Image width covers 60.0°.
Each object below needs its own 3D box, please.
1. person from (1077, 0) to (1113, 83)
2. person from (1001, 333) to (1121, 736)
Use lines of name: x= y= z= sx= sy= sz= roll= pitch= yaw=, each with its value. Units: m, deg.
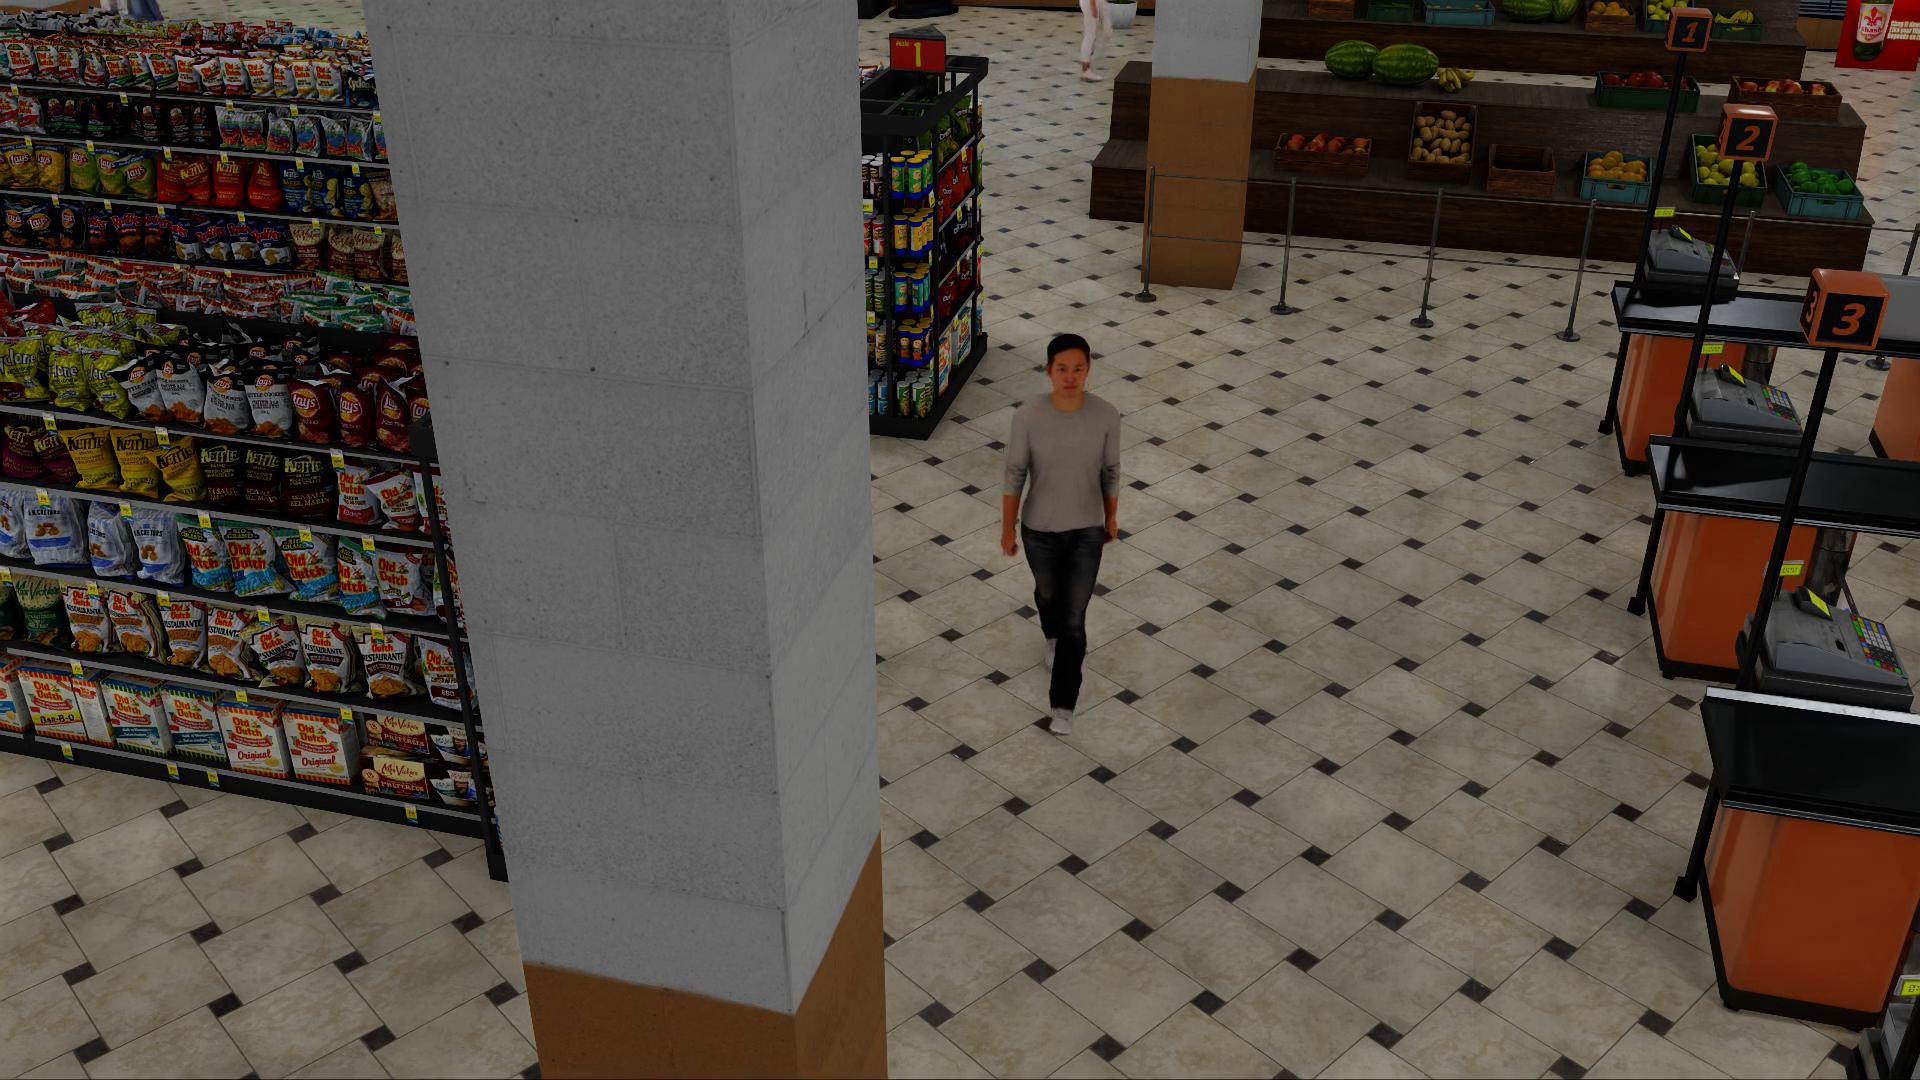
person: x=1.382 y=-5.855 z=18.073 sx=0.693 sy=1.691 sz=0.666 roll=14 pitch=32 yaw=24
person: x=0.447 y=-0.097 z=7.451 sx=1.146 sy=1.763 sz=0.901 roll=1 pitch=29 yaw=3
